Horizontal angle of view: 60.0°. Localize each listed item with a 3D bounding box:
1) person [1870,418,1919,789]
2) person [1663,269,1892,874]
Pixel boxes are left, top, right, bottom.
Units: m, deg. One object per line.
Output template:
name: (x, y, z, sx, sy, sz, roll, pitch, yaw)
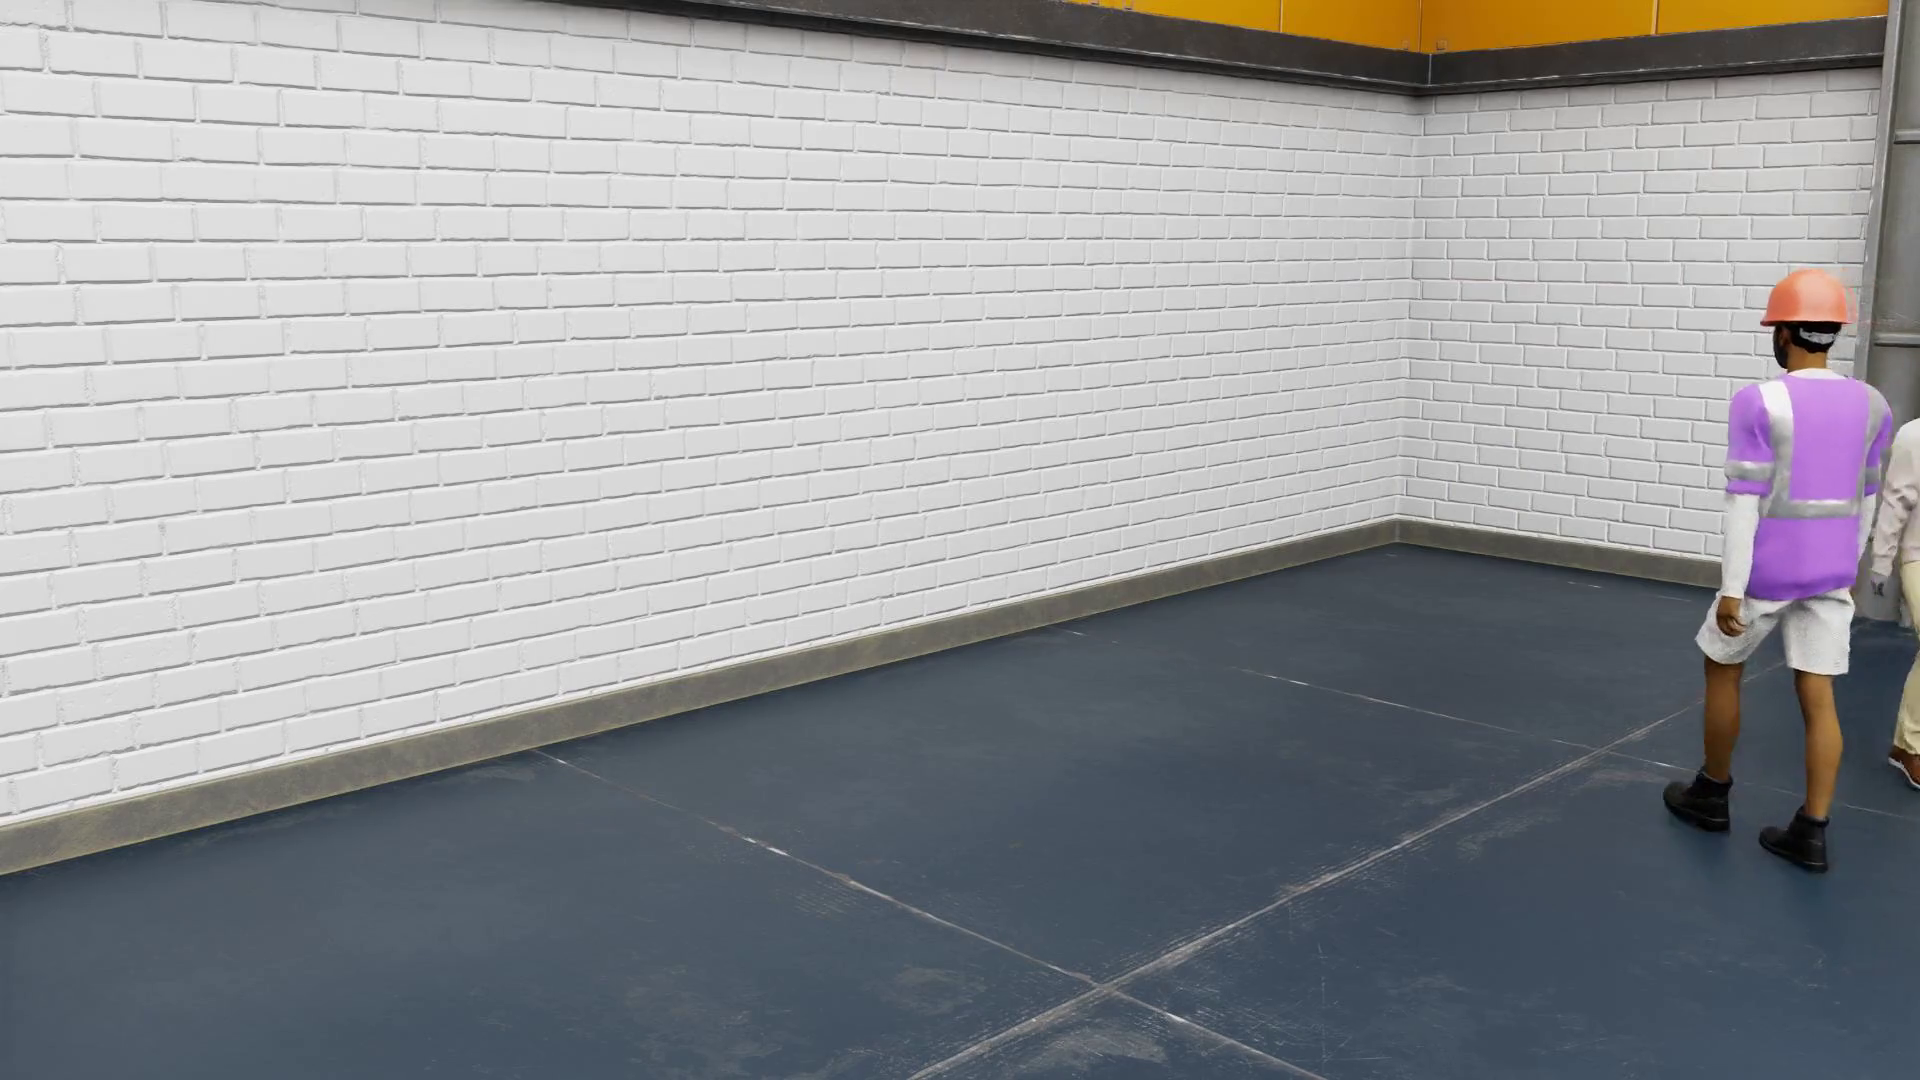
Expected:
person: (3.627, 0.113, 6.036, 0.513, 1.614, 0.544, -2, 11, -9)
person: (2.675, 0.080, 5.473, 0.568, 1.905, 0.811, -1, 10, -7)
